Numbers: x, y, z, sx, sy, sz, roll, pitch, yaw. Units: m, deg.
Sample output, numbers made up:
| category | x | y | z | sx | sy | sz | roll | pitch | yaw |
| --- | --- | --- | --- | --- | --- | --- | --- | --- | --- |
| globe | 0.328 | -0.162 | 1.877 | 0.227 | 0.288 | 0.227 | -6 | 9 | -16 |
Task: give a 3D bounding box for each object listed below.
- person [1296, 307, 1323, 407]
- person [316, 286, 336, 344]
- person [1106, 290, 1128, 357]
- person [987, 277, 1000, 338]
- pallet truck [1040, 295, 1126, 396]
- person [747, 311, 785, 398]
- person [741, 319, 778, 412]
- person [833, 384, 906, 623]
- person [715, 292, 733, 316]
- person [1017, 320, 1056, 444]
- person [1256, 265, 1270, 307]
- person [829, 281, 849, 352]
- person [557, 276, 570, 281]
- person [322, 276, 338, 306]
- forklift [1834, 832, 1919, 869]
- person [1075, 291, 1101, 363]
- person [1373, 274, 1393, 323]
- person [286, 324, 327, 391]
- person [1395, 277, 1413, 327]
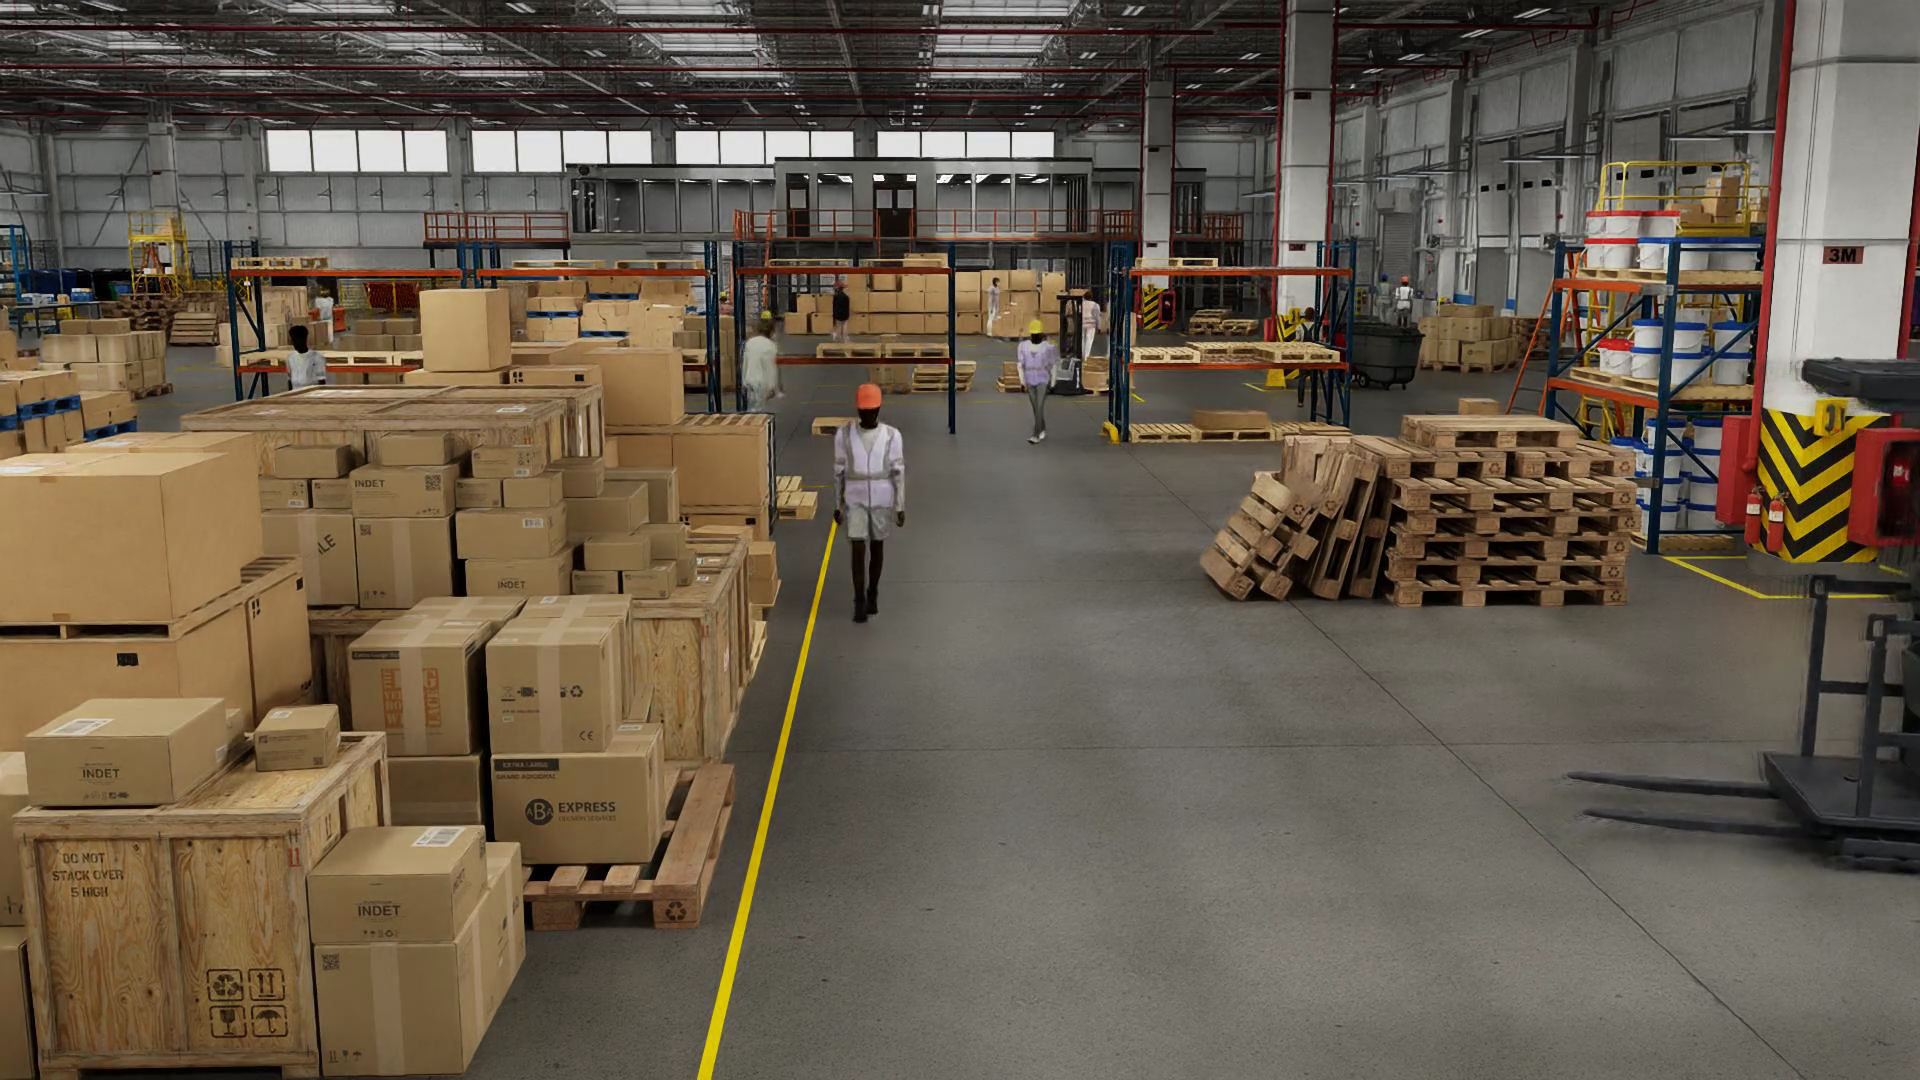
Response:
| category | x | y | z | sx | sy | sz | roll | pitch | yaw |
| --- | --- | --- | --- | --- | --- | --- | --- | --- | --- |
| person | 6.397 | -3.342 | 30.485 | 0.508 | 1.846 | 0.345 | 4 | 11 | 20 |
| person | -17.298 | -6.008 | 45.341 | 0.675 | 1.851 | 0.515 | 9 | 14 | 42 |
| person | 3.857 | -5.240 | 40.924 | 0.588 | 1.900 | 0.812 | 4 | 11 | 20 |
| person | 1.071 | -7.306 | 52.350 | 0.379 | 1.931 | 0.625 | 4 | 11 | 22 |
| pallet truck | 2.483 | -3.881 | 33.060 | 1.885 | 1.965 | 0.823 | -7 | 13 | -36 |
| person | -3.725 | -3.580 | 32.213 | 0.503 | 1.694 | 0.896 | 8 | 13 | 37 |
| person | -2.920 | -2.268 | 24.343 | 0.526 | 1.904 | 0.635 | -9 | 13 | -40 |
| person | -0.715 | -0.281 | 13.271 | 0.574 | 1.896 | 0.930 | -1 | 10 | -5 |
| person | -6.141 | -5.563 | 43.132 | 0.535 | 1.749 | 0.708 | -3 | 10 | -14 |
| person | 1.179 | -2.415 | 25.305 | 0.565 | 1.867 | 1.062 | 4 | 11 | 21 |
| person | 14.010 | -11.738 | 76.899 | 0.651 | 1.965 | 0.465 | 4 | 11 | 19 |
| person | -3.270 | -5.985 | 44.859 | 0.749 | 1.963 | 0.649 | 9 | 14 | 42 |
| person | -17.474 | -11.029 | 73.304 | 0.581 | 1.843 | 0.932 | 0 | 10 | -2 |
| person | -22.424 | -8.596 | 59.251 | 0.630 | 2.024 | 0.509 | 4 | 11 | 21 |
| forklift | 5.302 | 0.150 | 8.144 | 1.873 | 2.768 | 1.129 | 2 | 10 | 12 |
| person | 3.210 | -5.335 | 41.745 | 0.645 | 1.798 | 0.973 | 2 | 10 | 12 |
| person | 14.755 | -8.309 | 57.999 | 0.617 | 1.894 | 1.004 | 1 | 10 | 5 |
| person | -8.618 | -1.864 | 21.957 | 0.608 | 1.957 | 0.378 | 4 | 11 | 19 |
| person | 14.286 | -7.510 | 53.546 | 0.573 | 1.894 | 0.960 | 2 | 10 | 12 |
